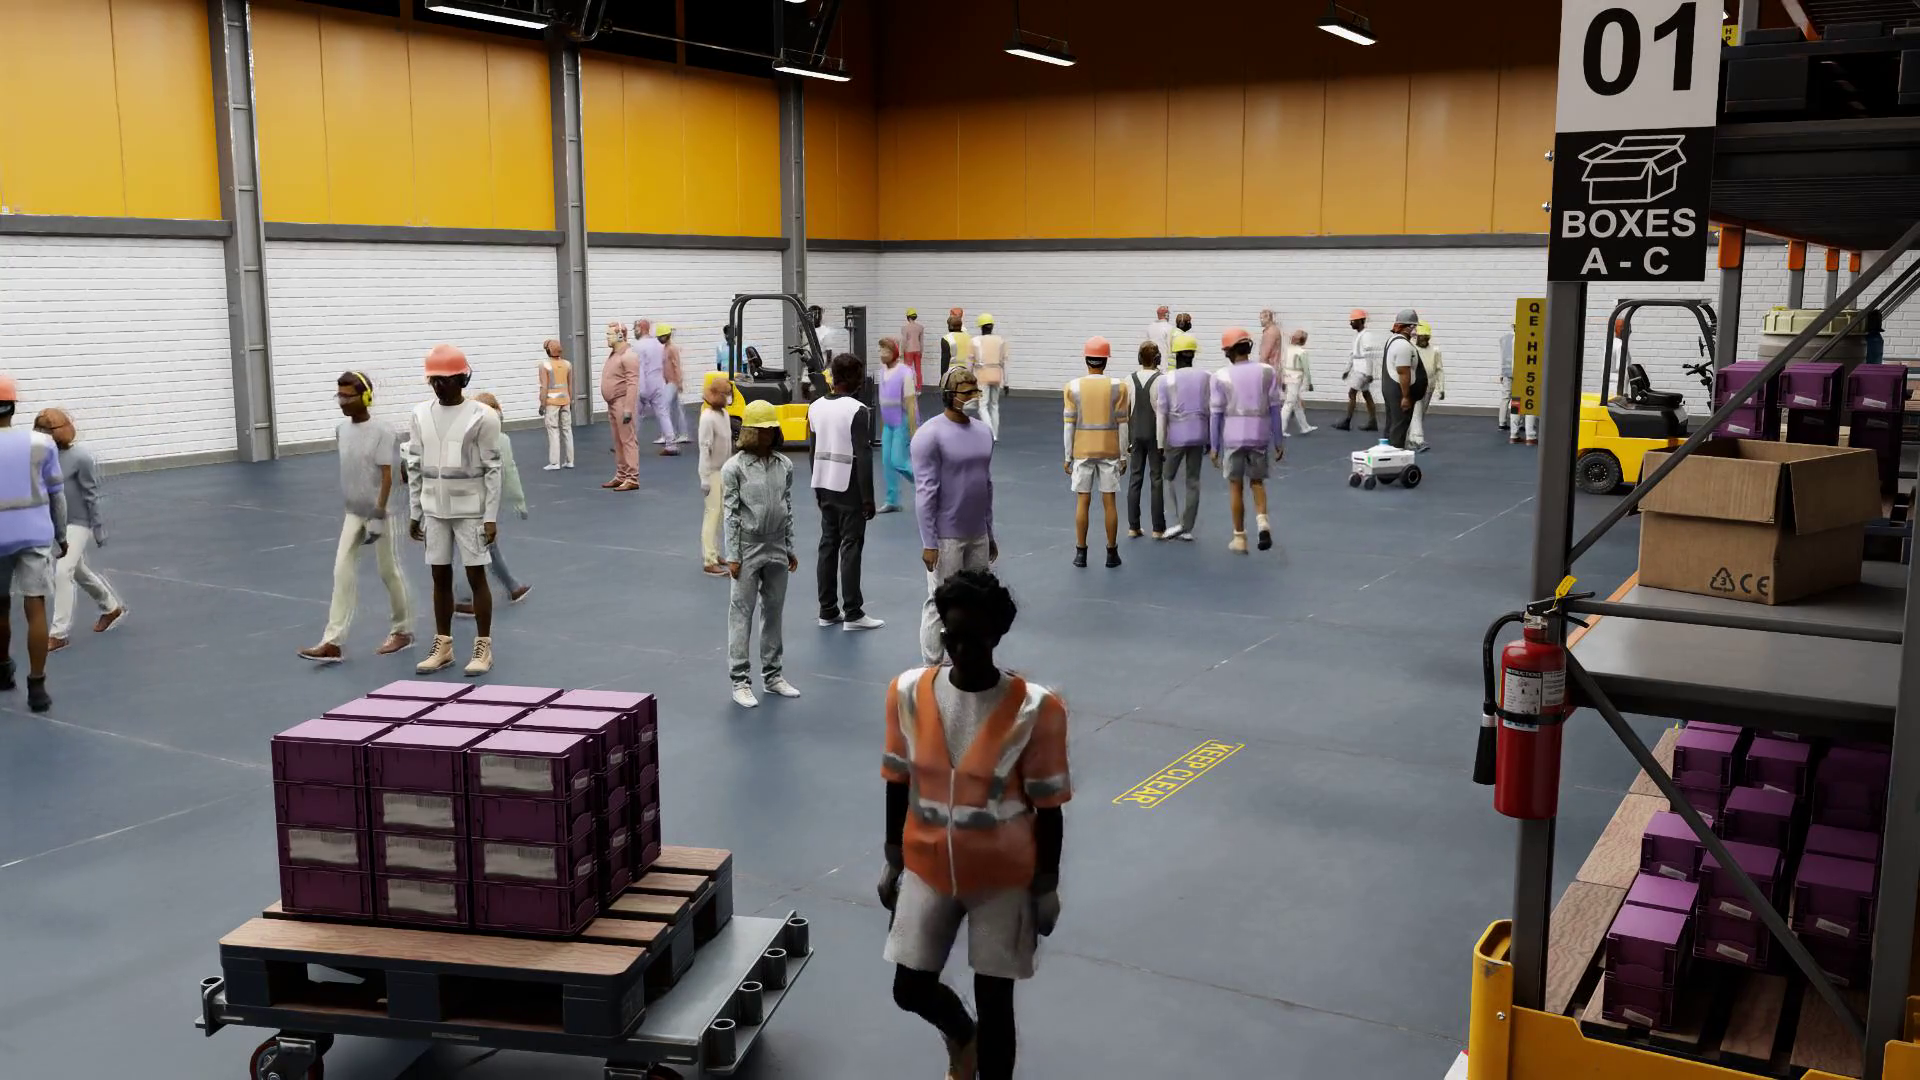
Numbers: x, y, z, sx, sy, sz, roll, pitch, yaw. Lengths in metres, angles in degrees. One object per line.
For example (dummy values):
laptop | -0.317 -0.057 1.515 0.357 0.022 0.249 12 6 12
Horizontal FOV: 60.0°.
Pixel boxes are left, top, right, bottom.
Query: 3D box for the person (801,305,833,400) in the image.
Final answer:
person | -2.393 -2.831 27.006 0.645 1.928 0.897 5 10 27

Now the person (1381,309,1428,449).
person | 5.357 -1.768 20.057 0.536 2.000 0.682 0 9 1

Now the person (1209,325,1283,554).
person | 2.498 -0.875 14.576 0.639 2.009 0.606 -1 9 -5

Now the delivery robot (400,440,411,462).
delivery robot | -6.421 -1.028 19.745 0.477 0.478 0.707 -4 9 -28

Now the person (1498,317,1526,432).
person | 8.650 -2.585 25.847 0.403 1.826 0.596 -8 12 -39

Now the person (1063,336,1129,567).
person | 1.136 -0.732 13.907 0.543 1.939 0.360 1 9 6

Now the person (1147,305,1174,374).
person | 3.483 -3.049 28.456 0.409 1.913 0.647 -6 11 -35

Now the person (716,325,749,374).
person | -3.541 -2.484 25.688 0.550 1.649 0.845 2 9 10

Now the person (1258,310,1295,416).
person | 5.383 -3.037 28.645 1.079 1.847 0.623 0 9 1

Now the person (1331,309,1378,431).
person | 6.142 -2.638 25.898 0.861 1.897 0.562 1 9 5

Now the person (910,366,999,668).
person | -0.009 -0.014 9.427 0.372 1.940 0.631 7 12 38

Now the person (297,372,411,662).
person | -3.809 -0.134 10.501 0.509 1.835 0.839 4 10 22

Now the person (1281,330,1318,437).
person | 5.110 -2.343 25.008 0.803 1.599 0.518 -2 9 -15

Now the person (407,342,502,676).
person | -3.094 -0.182 10.156 0.608 2.042 0.375 2 9 11

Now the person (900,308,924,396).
person | -0.963 -3.759 33.330 0.527 1.772 0.306 -7 11 -35

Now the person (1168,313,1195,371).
person | 3.468 -2.629 26.054 0.430 1.844 0.623 1 9 4

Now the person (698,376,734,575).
person | -2.007 -0.548 13.750 0.317 1.626 0.520 2 9 10

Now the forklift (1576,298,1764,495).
forklift | 7.954 -1.589 18.462 2.313 2.155 1.214 5 11 30

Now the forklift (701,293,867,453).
forklift | -2.458 -2.344 23.176 2.313 2.155 1.214 0 9 -2

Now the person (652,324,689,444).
person | -4.234 -2.237 23.904 0.700 1.730 0.552 -4 10 -26

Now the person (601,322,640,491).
person | -3.866 -1.511 18.869 0.406 1.910 0.637 -5 11 -30

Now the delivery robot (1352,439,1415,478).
delivery robot | 4.852 -0.915 19.061 0.707 0.478 0.477 -4 10 -25

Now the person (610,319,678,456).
person | -4.238 -2.049 22.410 0.982 1.850 0.630 5 10 26

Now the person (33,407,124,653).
person | -5.913 -0.103 11.062 0.501 1.585 0.866 3 10 18

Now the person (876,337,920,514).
person | -0.600 -1.170 17.012 0.543 1.819 0.618 -6 11 -33

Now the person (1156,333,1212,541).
person | 2.060 -0.931 15.214 0.614 1.916 0.423 -2 9 -13

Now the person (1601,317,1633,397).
person | 8.647 -1.989 21.920 0.337 1.882 0.584 -1 9 -3

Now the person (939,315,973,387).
person | -0.069 -2.428 24.802 0.634 1.839 0.429 -8 12 -41

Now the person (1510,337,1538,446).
person | 8.174 -2.317 23.847 0.375 1.930 0.625 -5 10 -28

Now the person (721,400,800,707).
person | -1.128 0.070 9.513 0.297 1.744 0.487 9 13 44

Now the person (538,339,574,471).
person | -5.051 -1.686 20.798 0.310 1.638 0.523 6 11 35

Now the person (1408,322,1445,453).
person | 6.388 -2.111 23.000 0.616 1.782 0.922 -1 9 -6

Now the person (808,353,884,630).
person | -0.813 -0.331 11.487 0.391 1.913 0.587 -9 13 -44

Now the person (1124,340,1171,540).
person | 1.746 -0.916 15.344 0.507 1.847 0.345 5 10 30

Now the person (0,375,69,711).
person | -5.437 -0.013 9.556 0.557 1.892 0.940 -5 10 -28

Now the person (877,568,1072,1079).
person | 0.046 0.894 4.528 0.547 1.682 0.414 4 10 21

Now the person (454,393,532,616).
person | -3.422 -0.273 12.100 0.563 1.581 0.850 5 11 31

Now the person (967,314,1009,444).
person | 0.421 -2.259 23.675 0.608 1.895 0.767 -3 10 -17

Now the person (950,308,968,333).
person | -0.028 -2.988 28.157 0.337 1.882 0.584 -2 9 -15
